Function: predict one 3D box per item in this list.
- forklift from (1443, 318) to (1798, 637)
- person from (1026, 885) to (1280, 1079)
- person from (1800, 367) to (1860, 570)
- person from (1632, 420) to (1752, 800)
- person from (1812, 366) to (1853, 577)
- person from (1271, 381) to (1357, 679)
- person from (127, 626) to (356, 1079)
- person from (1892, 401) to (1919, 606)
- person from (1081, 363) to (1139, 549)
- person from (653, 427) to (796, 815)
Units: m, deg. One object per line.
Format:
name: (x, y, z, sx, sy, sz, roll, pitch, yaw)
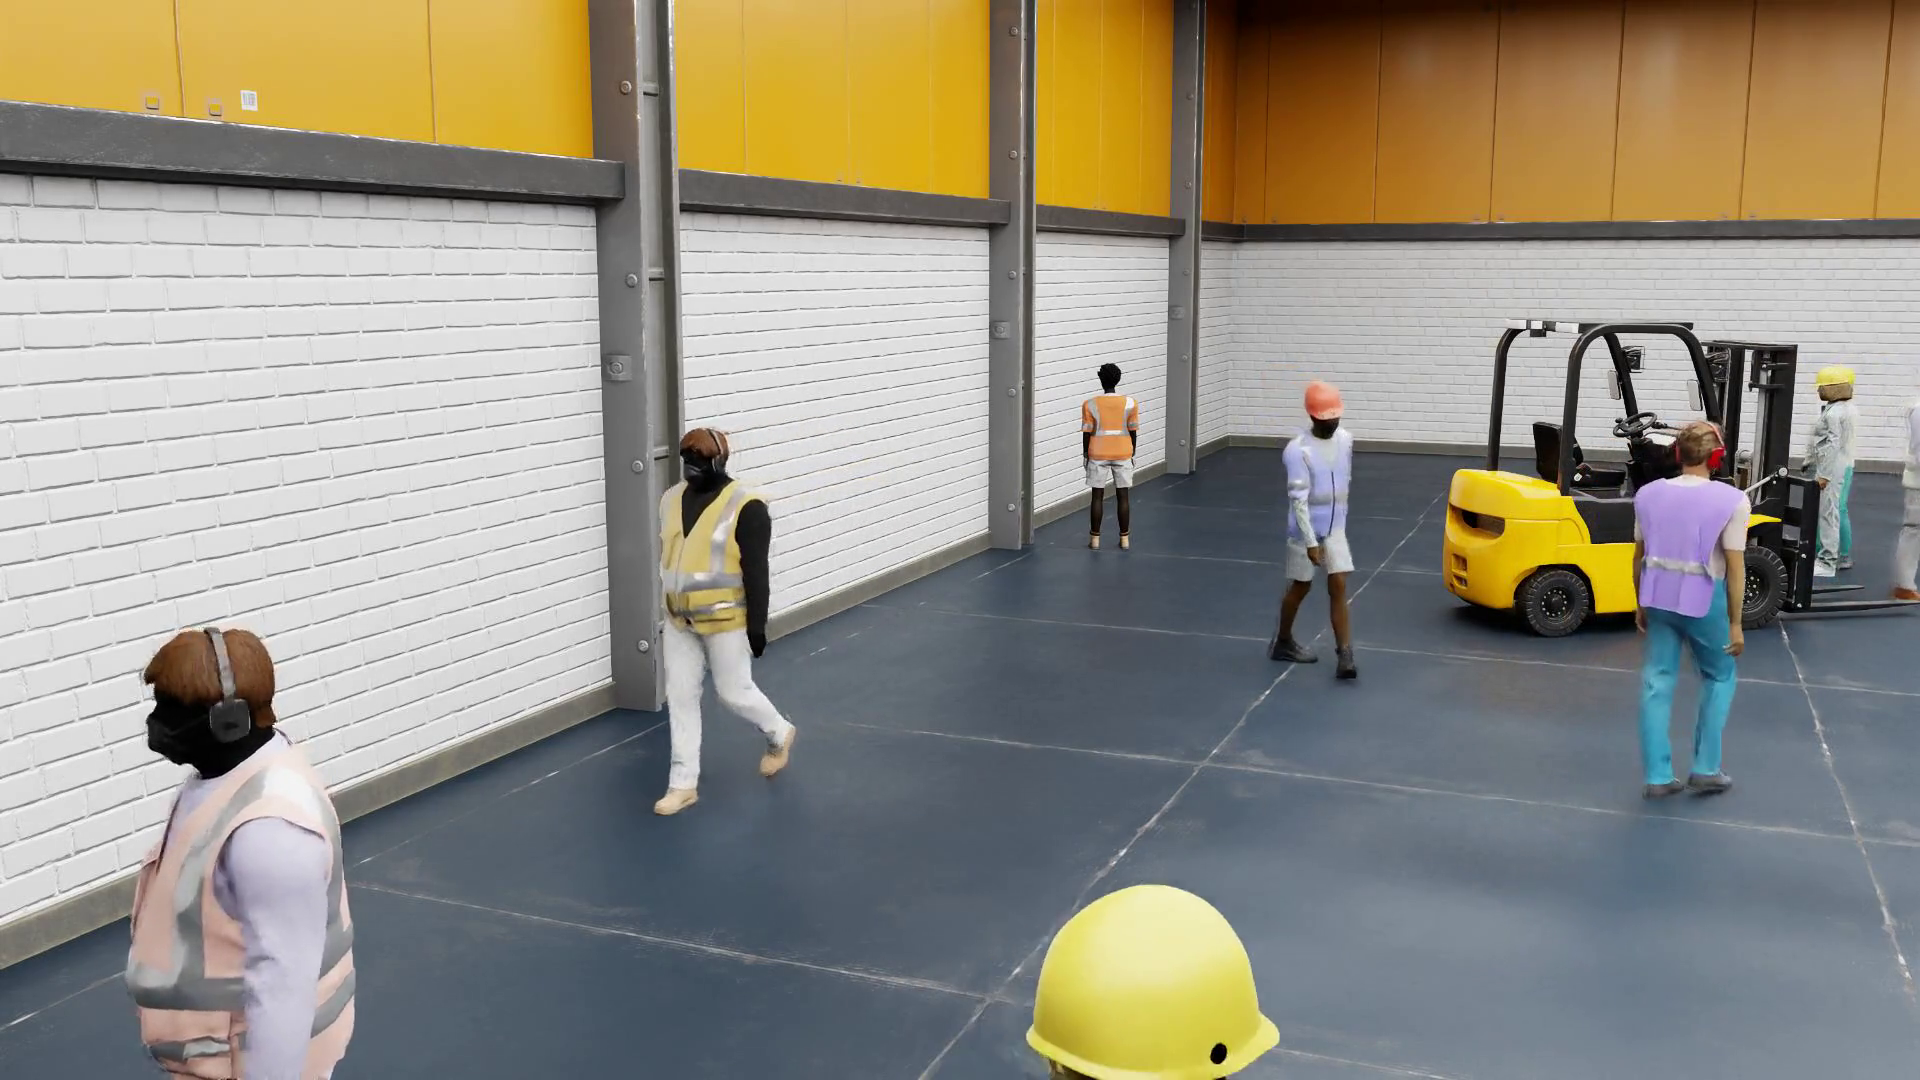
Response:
forklift: (4.706, -0.497, 11.990, 2.313, 2.155, 1.214, -2, 10, -10)
person: (0.237, 1.307, 1.912, 0.628, 1.904, 0.695, 9, 13, 44)
person: (7.395, -0.615, 14.136, 0.338, 1.727, 0.589, -1, 9, -7)
person: (3.558, 0.335, 8.035, 0.642, 1.826, 0.596, -8, 12, -40)
person: (7.174, -0.566, 13.786, 0.303, 1.740, 0.485, 5, 11, 28)
person: (2.253, -0.069, 10.415, 0.583, 1.869, 0.840, -4, 10, -23)
person: (-1.502, 1.080, 3.509, 0.429, 1.839, 0.657, -6, 11, -31)
person: (7.326, -0.405, 12.287, 0.617, 1.915, 0.853, -4, 10, -21)
person: (1.356, -0.752, 15.061, 0.532, 1.694, 0.320, 0, 9, -1)
person: (-1.147, 0.355, 7.975, 0.631, 1.819, 0.804, 6, 11, 31)
